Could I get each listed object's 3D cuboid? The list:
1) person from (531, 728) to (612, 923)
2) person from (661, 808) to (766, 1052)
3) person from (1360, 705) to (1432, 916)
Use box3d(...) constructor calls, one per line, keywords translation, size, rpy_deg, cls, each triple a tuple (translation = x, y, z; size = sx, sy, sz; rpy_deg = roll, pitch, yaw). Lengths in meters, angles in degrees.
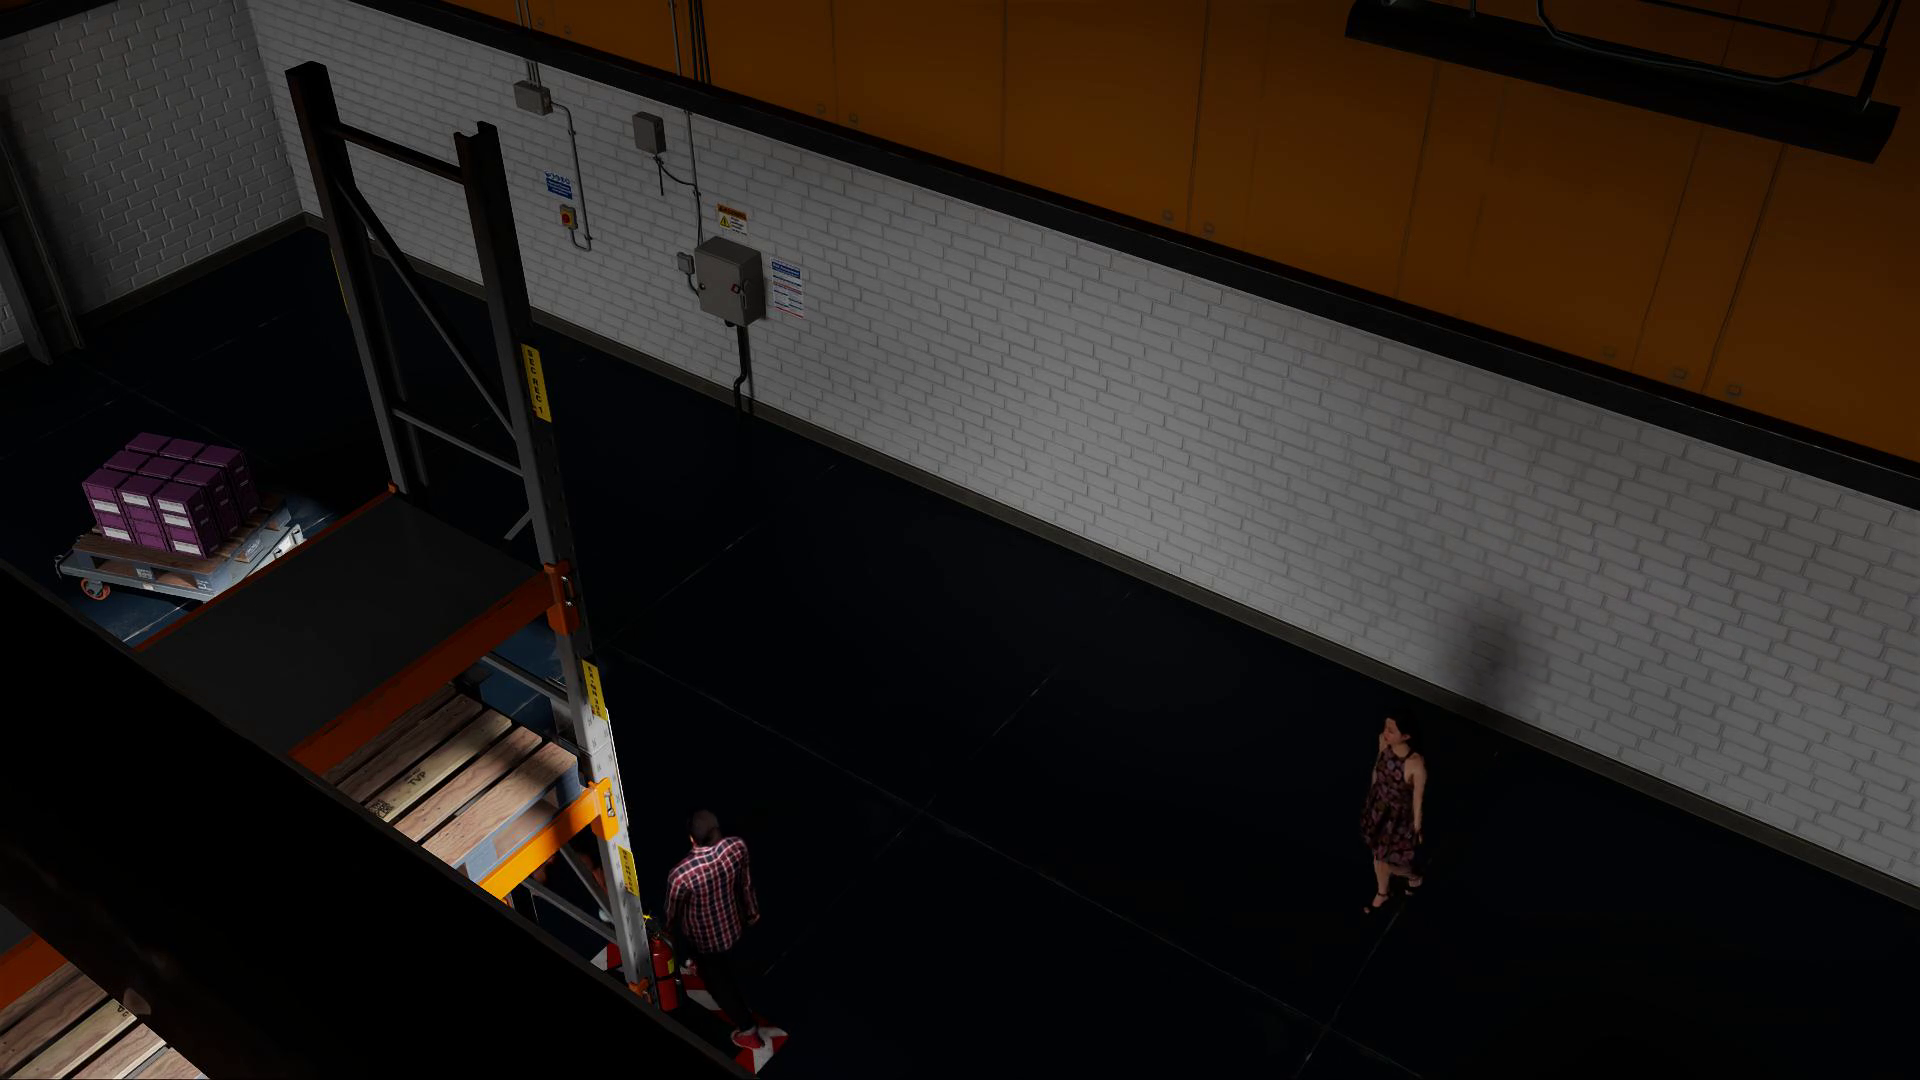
box3d(translation=(-2.325, 1.789, 10.046), size=(0.773, 1.580, 0.995), rpy_deg=(16, 41, 19), cls="person")
box3d(translation=(-1.363, 2.208, 9.390), size=(0.821, 1.745, 1.046), rpy_deg=(29, 47, 31), cls="person")
box3d(translation=(2.680, 1.656, 10.074), size=(0.922, 1.754, 0.841), rpy_deg=(-19, 42, -22), cls="person")
